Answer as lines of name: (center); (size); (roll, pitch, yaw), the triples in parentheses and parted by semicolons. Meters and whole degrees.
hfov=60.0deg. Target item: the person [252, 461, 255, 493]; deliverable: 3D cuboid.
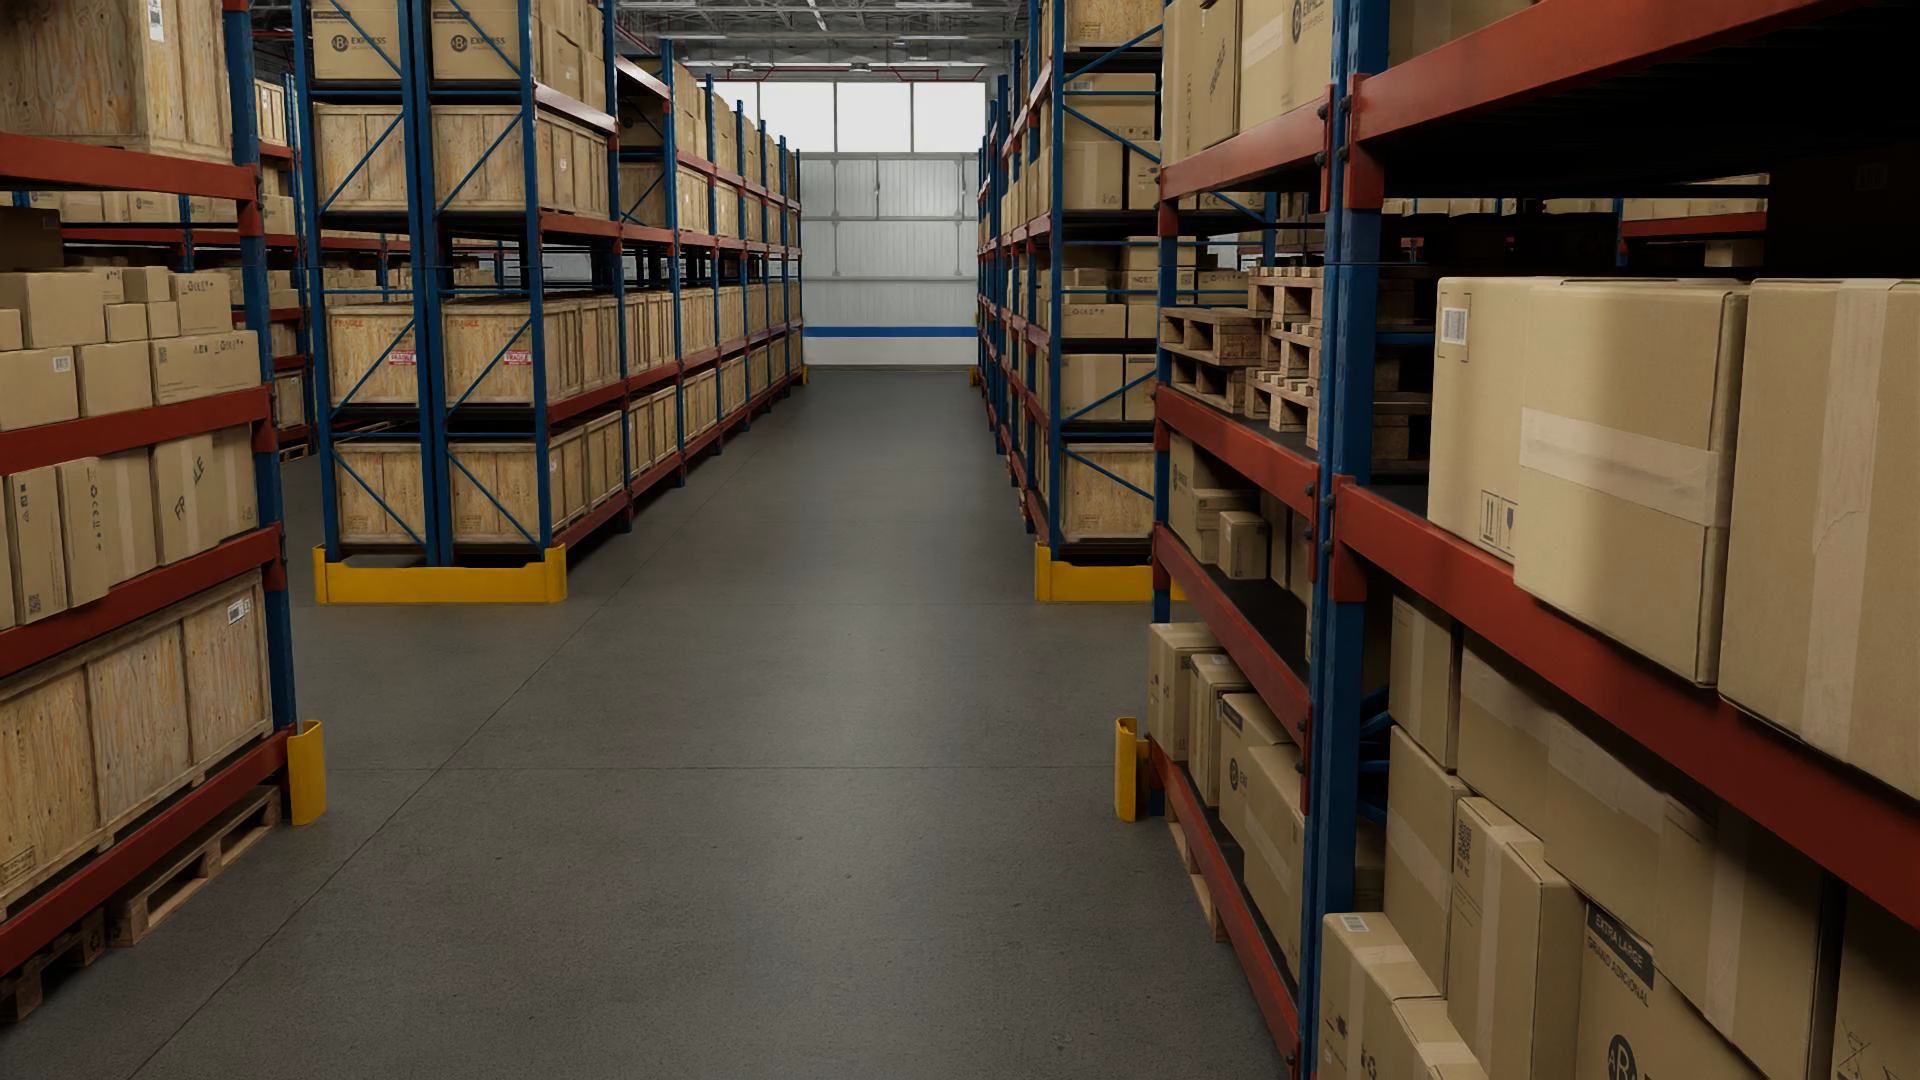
person: (-6.473, -0.197, 14.736); (0.511, 1.676, 0.937); (-6, 11, -33)
